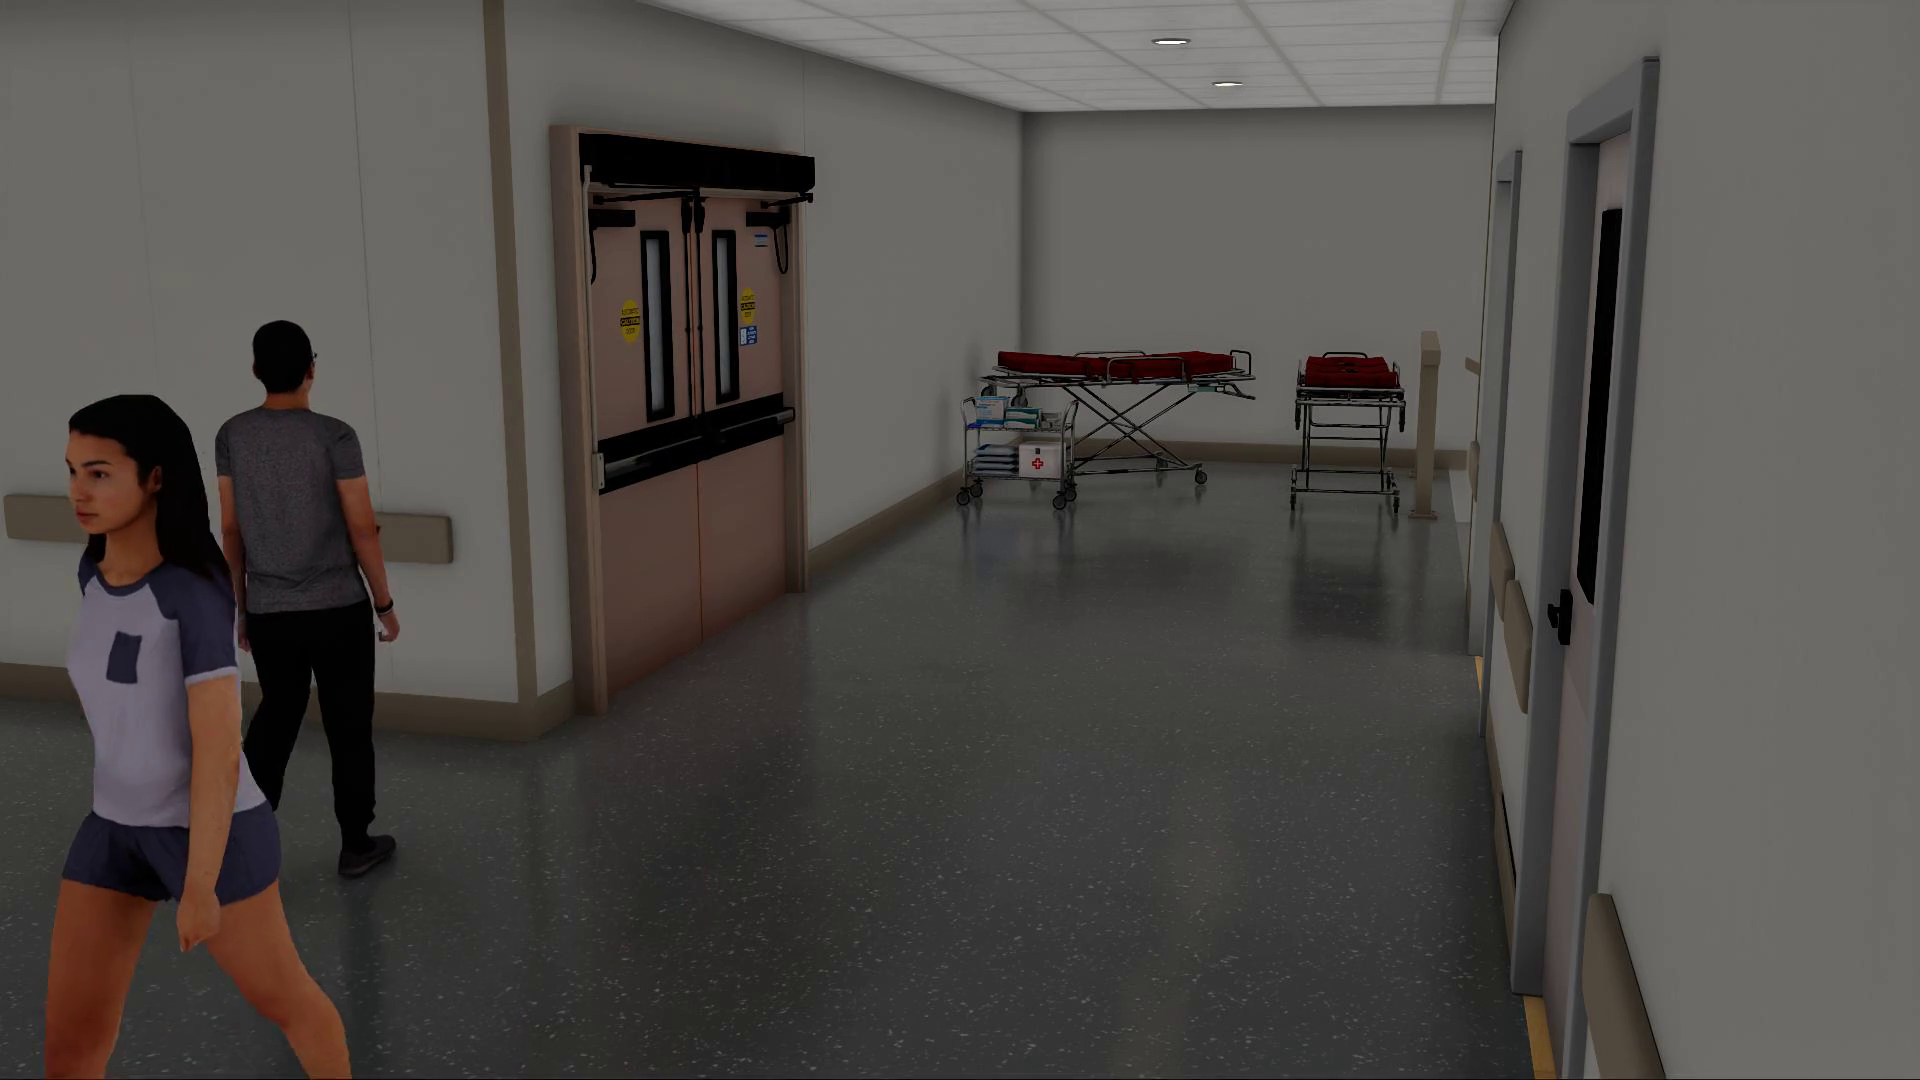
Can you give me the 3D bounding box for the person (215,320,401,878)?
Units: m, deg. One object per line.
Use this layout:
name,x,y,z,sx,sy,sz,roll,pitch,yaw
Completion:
person,-2.003,0.219,5.037,0.701,1.746,0.804,1,11,7

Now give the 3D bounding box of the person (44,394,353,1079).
person,-1.451,0.589,3.258,0.779,1.680,1.204,6,12,27
